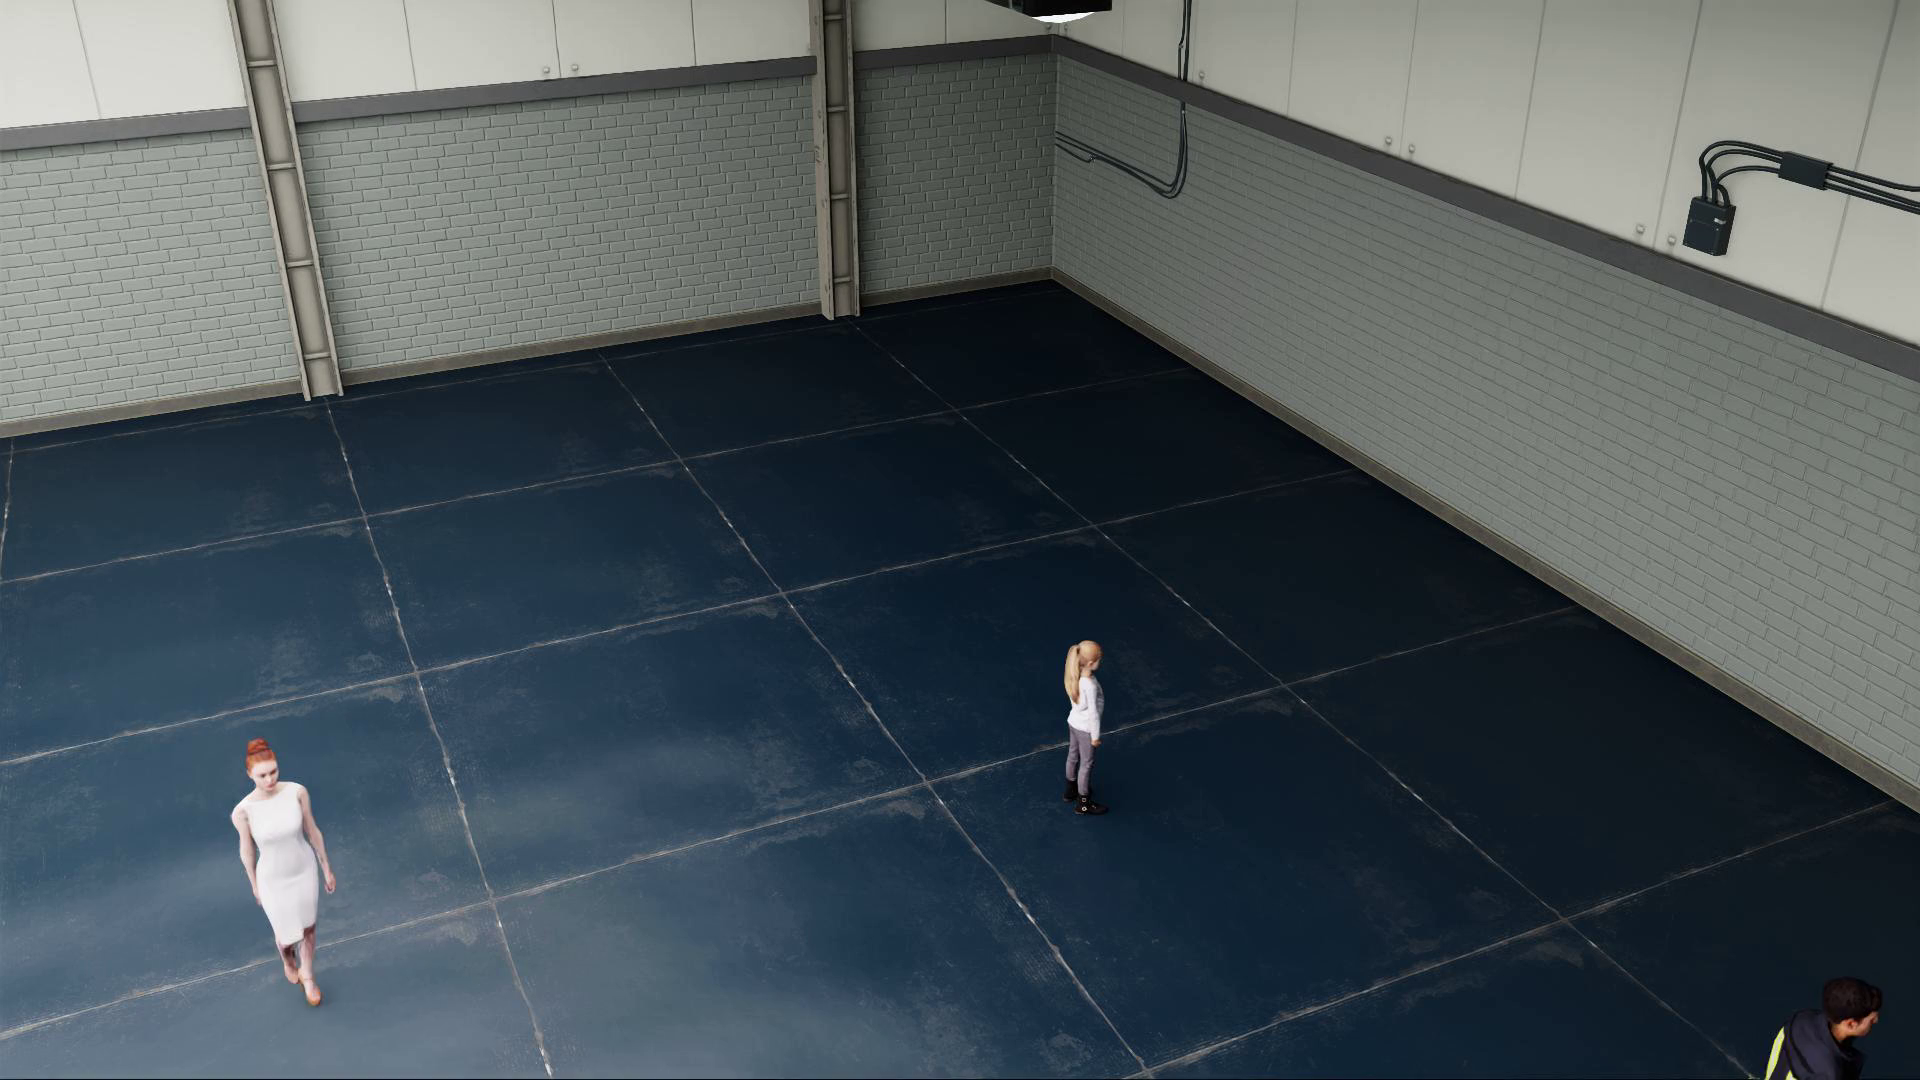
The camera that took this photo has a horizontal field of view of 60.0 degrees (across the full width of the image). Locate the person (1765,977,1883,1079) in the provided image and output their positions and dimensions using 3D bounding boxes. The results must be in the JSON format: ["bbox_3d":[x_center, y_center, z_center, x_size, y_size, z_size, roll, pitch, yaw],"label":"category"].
[{"bbox_3d":[3.686,2.719,7.556,1.273,1.888,1.177,7,28,12],"label":"person"}]

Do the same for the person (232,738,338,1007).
[{"bbox_3d":[-3.794,1.862,9.338,0.686,1.781,0.728,-21,34,-35],"label":"person"}]

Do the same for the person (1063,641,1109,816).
[{"bbox_3d":[0.820,1.237,11.099,0.509,1.280,0.500,-10,29,-18],"label":"person"}]
